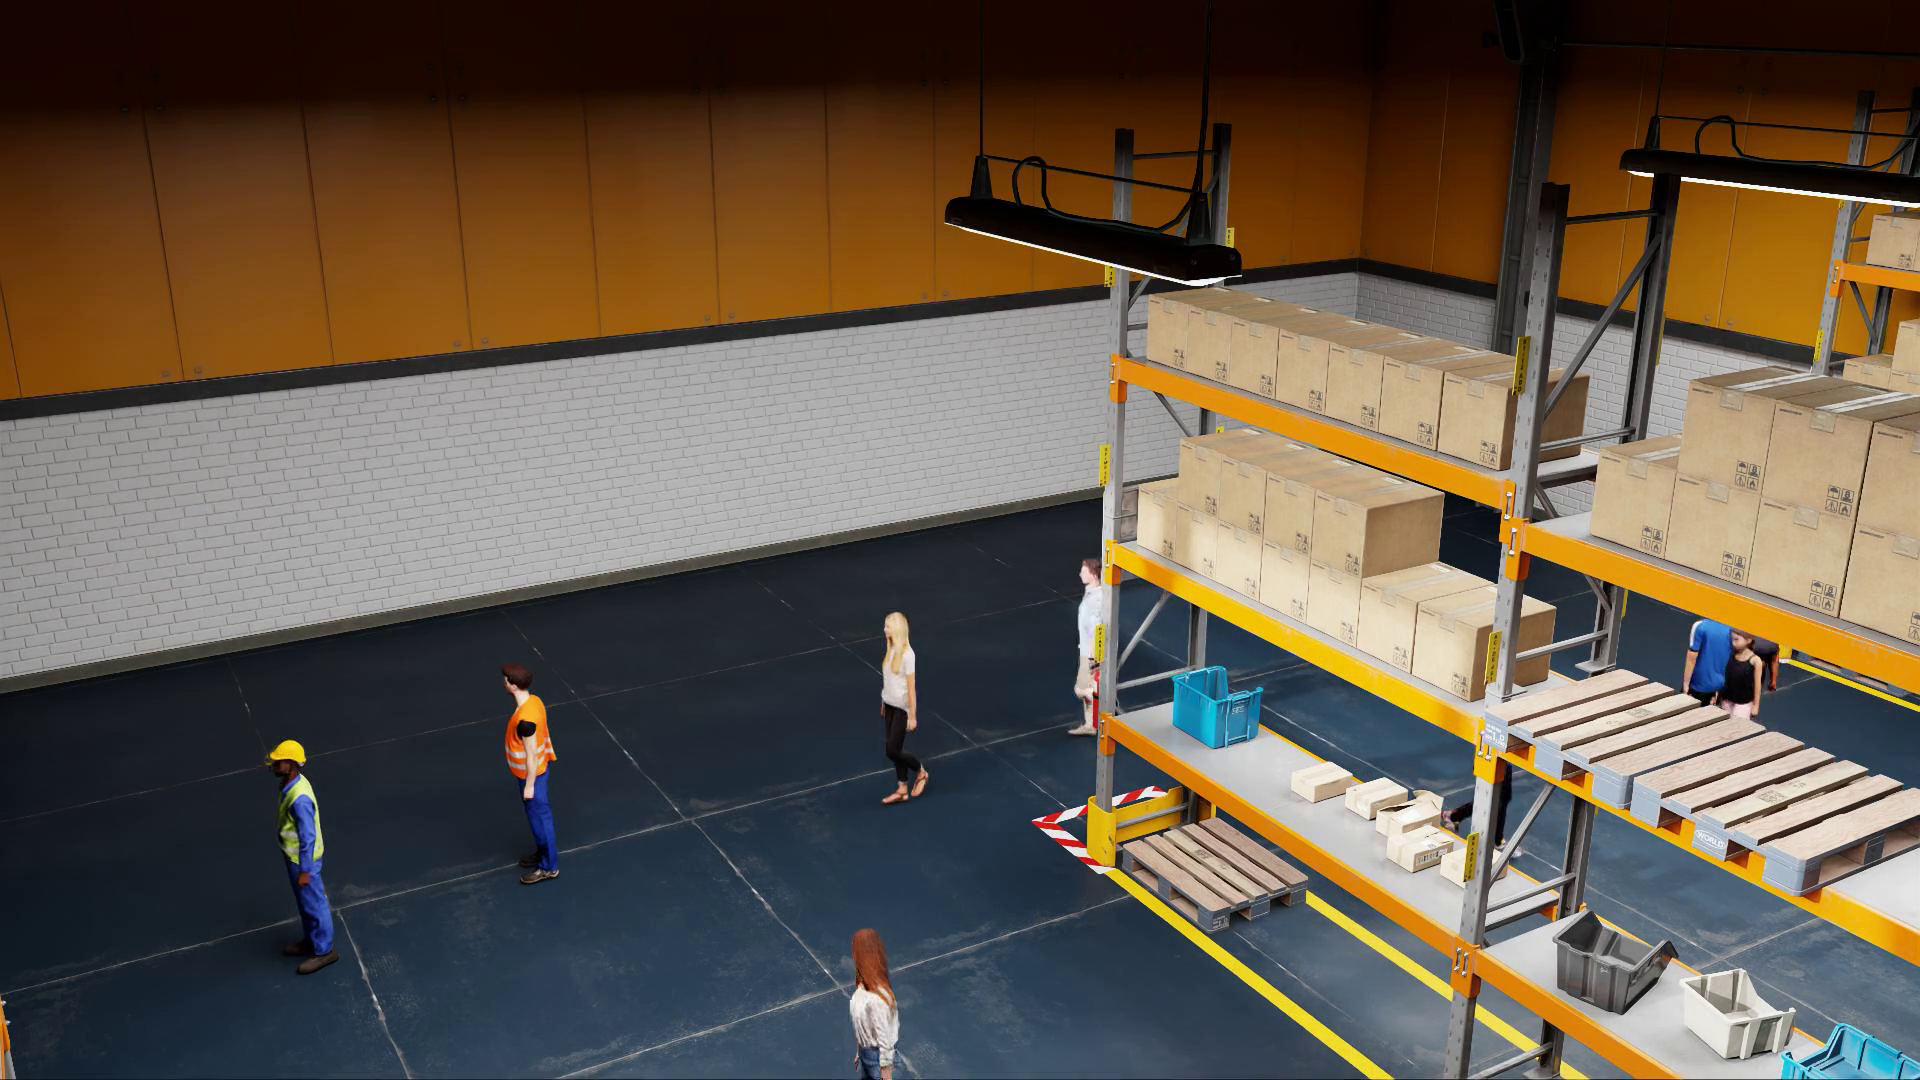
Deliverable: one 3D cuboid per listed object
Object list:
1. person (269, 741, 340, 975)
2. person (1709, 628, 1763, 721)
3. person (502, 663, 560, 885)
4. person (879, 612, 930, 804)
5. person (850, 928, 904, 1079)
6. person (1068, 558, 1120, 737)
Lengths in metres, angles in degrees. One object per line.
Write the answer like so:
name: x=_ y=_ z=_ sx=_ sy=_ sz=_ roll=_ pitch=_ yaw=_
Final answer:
person: x=-4.875 y=2.318 z=12.314 sx=0.731 sy=1.812 sz=0.522 roll=-12 pitch=22 yaw=-32
person: x=7.151 y=1.482 z=15.229 sx=0.582 sy=1.536 sz=0.643 roll=-11 pitch=22 yaw=-30
person: x=-3.474 y=1.874 z=13.525 sx=0.805 sy=1.881 sz=0.671 roll=-4 pitch=19 yaw=-12
person: x=-0.454 y=1.494 z=14.758 sx=0.672 sy=1.814 sz=0.615 roll=-11 pitch=21 yaw=-29
person: x=-0.442 y=3.158 z=10.003 sx=0.815 sy=1.695 sz=0.651 roll=-9 pitch=21 yaw=-26
person: x=1.358 y=1.064 z=16.005 sx=0.885 sy=1.835 sz=0.840 roll=-1 pitch=19 yaw=-3
